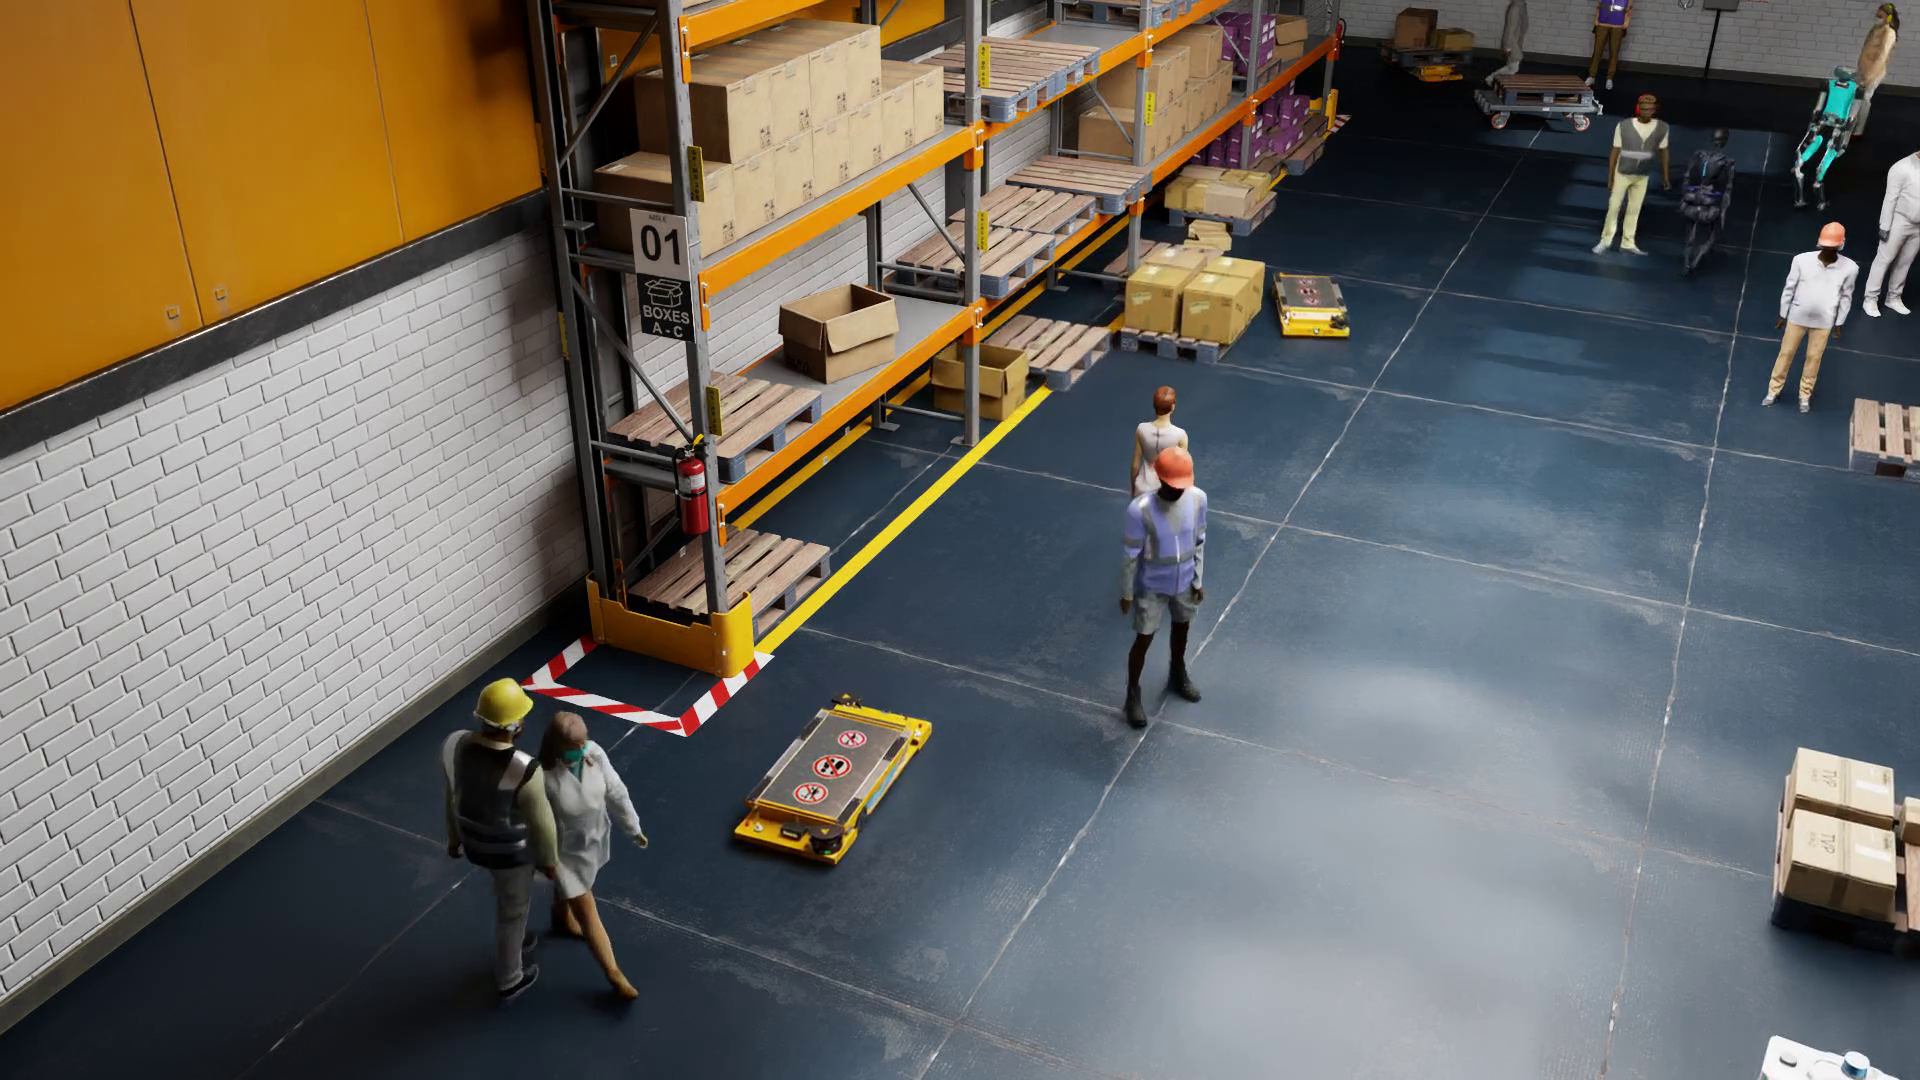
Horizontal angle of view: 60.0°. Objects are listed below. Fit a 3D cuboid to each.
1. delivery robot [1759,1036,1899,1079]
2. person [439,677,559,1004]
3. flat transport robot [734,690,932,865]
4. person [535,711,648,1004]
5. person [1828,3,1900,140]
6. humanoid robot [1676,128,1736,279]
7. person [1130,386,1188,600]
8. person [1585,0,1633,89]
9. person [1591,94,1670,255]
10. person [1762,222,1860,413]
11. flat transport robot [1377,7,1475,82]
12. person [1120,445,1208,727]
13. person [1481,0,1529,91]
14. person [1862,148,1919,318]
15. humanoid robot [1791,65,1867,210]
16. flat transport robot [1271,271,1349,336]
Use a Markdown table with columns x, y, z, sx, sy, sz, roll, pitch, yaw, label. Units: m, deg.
| x | y | z | sx | sy | sz | roll | pitch | yaw | label |
| --- | --- | --- | --- | --- | --- | --- | --- | --- | --- |
| 4.042 | 2.594 | 7.603 | 0.773 | 0.582 | 0.499 | 16 | 32 | 27 | delivery robot |
| -2.256 | 1.488 | 8.348 | 0.607 | 1.804 | 0.581 | 15 | 32 | 25 | person |
| -0.746 | 1.417 | 10.101 | 0.659 | 0.231 | 1.431 | 11 | 30 | 19 | flat transport robot |
| -1.905 | 1.541 | 8.439 | 0.898 | 1.604 | 0.518 | 23 | 36 | 36 | person |
| 12.584 | -6.495 | 23.092 | 0.543 | 1.863 | 0.579 | -1 | 28 | -2 | person |
| 8.016 | -3.635 | 17.994 | 0.362 | 1.648 | 0.595 | -20 | 34 | -33 | humanoid robot |
| 1.421 | -0.311 | 11.839 | 0.450 | 1.657 | 0.286 | 12 | 31 | 21 | person |
| 10.134 | -8.027 | 25.861 | 0.533 | 1.932 | 0.408 | 16 | 32 | 27 | person |
| 7.594 | -4.090 | 18.665 | 0.682 | 1.839 | 0.405 | 1 | 28 | 1 | person |
| 7.612 | -1.990 | 14.853 | 0.562 | 1.750 | 0.340 | 14 | 31 | 25 | person |
| 7.535 | -7.694 | 26.994 | 0.659 | 0.231 | 1.431 | -6 | 29 | -10 | flat transport robot |
| 1.305 | 0.258 | 10.520 | 0.618 | 1.926 | 0.446 | -11 | 30 | -19 | person |
| 8.226 | -7.455 | 24.933 | 0.577 | 1.816 | 0.510 | 14 | 31 | 25 | person |
| 9.691 | -3.221 | 16.984 | 0.638 | 1.903 | 0.413 | -6 | 29 | -11 | person |
| 10.395 | -4.783 | 20.073 | 0.900 | 1.782 | 0.544 | -23 | 36 | -36 | humanoid robot |
| 3.625 | -2.452 | 17.276 | 0.659 | 0.231 | 1.431 | 2 | 28 | 4 | flat transport robot |
